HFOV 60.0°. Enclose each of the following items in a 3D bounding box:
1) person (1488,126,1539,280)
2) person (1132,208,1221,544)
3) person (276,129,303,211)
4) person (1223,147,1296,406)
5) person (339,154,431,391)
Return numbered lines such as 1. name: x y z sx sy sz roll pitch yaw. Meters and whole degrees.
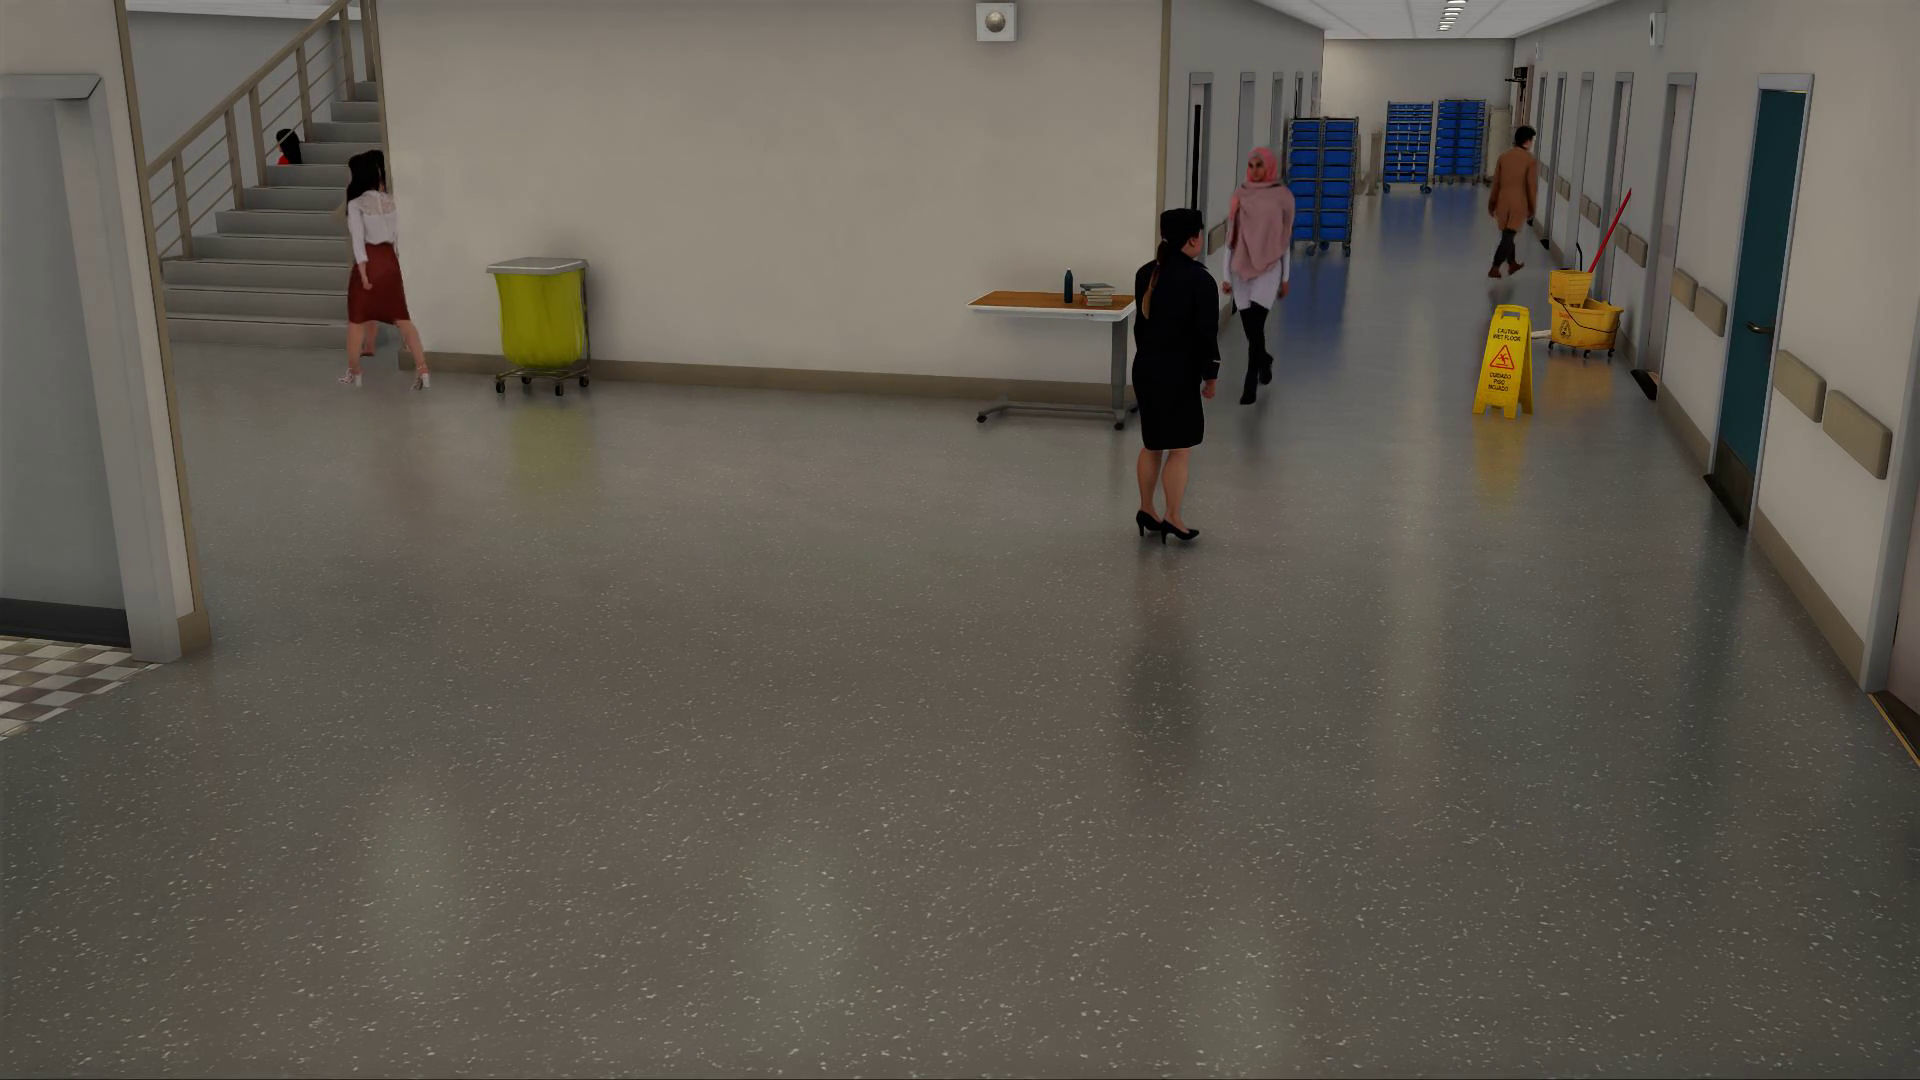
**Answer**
1. person: 6.144 -3.728 18.592 1.008 1.674 1.229 14 21 40
2. person: 1.052 -0.819 8.358 0.818 1.671 0.796 -14 21 -40
3. person: -6.915 -3.389 17.328 0.710 1.749 0.589 2 16 6
4. person: 2.156 -1.896 11.997 0.760 1.770 1.200 6 17 21
5. person: -4.155 -1.880 12.067 0.913 1.701 1.129 10 19 32
